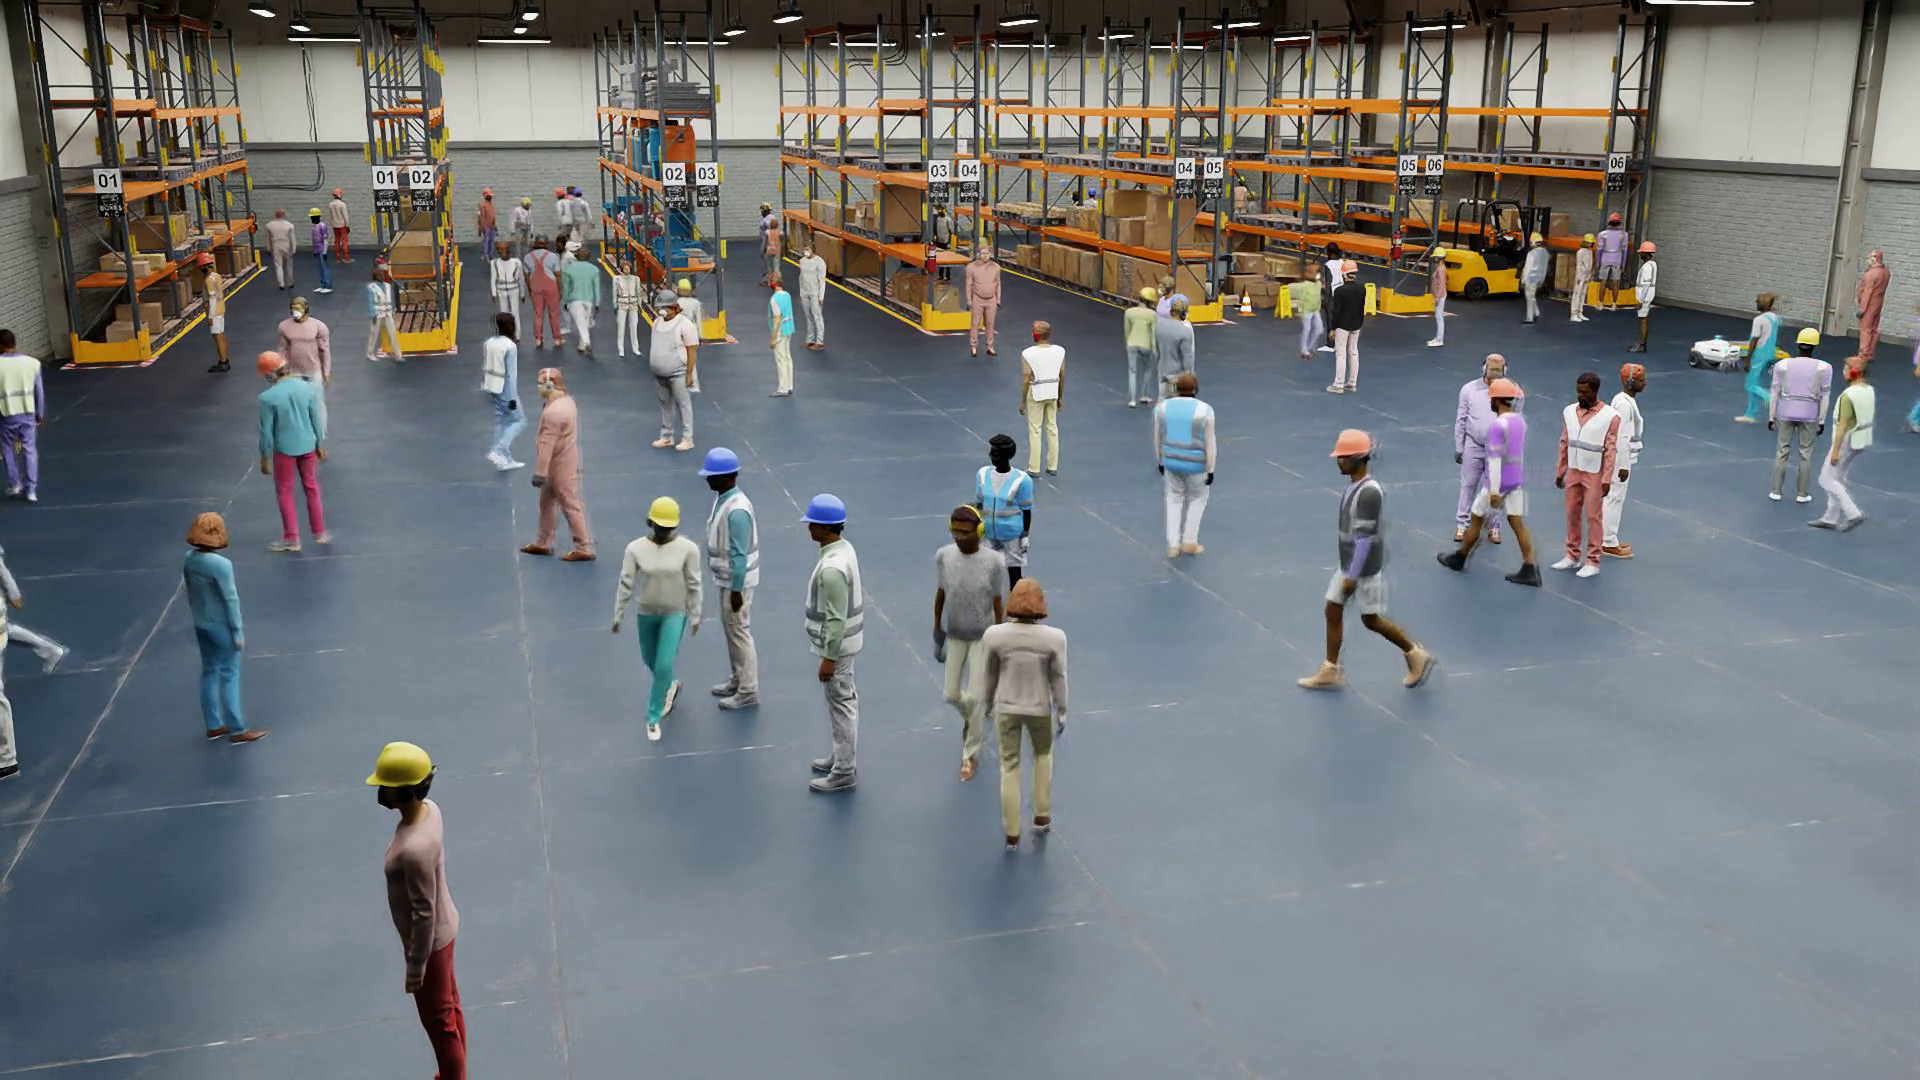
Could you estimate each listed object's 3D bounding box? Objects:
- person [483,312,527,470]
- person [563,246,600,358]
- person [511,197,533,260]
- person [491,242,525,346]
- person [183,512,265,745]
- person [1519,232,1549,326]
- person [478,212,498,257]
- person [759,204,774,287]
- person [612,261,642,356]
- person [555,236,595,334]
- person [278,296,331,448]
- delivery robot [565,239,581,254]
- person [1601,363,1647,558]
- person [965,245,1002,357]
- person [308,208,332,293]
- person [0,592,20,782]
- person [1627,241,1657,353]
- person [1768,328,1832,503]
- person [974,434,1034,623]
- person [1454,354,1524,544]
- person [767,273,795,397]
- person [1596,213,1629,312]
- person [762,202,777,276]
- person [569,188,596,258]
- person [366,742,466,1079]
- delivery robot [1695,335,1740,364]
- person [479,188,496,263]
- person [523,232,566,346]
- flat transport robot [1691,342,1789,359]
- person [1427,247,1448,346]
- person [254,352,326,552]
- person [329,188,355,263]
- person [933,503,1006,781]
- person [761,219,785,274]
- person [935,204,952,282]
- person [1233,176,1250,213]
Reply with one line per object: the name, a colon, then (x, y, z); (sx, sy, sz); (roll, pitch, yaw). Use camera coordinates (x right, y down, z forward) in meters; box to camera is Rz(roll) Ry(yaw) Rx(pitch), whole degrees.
person: (-5.436, -1.766, 19.843); (0.431, 1.902, 0.604); (-14, 20, -42)
person: (-6.470, -4.095, 28.619); (0.639, 1.905, 0.906); (-7, 17, -25)
person: (-11.747, -8.262, 44.549); (0.406, 1.785, 0.711); (11, 18, 35)
person: (-8.181, -4.489, 30.184); (0.575, 1.863, 0.795); (-1, 15, -4)
person: (-5.103, 0.605, 11.441); (0.505, 1.632, 0.275); (10, 18, 32)
person: (11.196, -5.091, 32.516); (0.602, 1.817, 0.425); (-13, 20, -41)
person: (-12.836, -8.388, 45.280); (0.531, 1.623, 0.383); (-11, 18, -36)
person: (-4.591, -6.978, 39.391); (0.372, 1.940, 0.631); (-4, 15, -14)
person: (-5.760, -4.011, 28.802); (0.511, 1.640, 0.309); (-8, 17, -27)
person: (-7.347, -4.877, 31.664); (0.885, 1.861, 0.629); (-11, 18, -35)
person: (-8.311, -2.127, 21.137); (0.627, 1.940, 0.375); (-1, 15, -3)
delivery robot: (-10.797, -8.082, 46.018); (0.477, 0.478, 0.707); (5, 16, 19)
person: (6.439, -0.775, 16.156); (0.351, 1.882, 0.582); (5, 16, 18)
person: (0.416, -4.126, 28.720); (0.655, 1.906, 0.407); (-5, 16, -17)
person: (-14.677, -6.634, 38.116); (0.370, 1.925, 0.595); (-14, 20, -41)
person: (-6.391, 0.687, 10.773); (0.403, 1.822, 0.588); (-11, 18, -35)
person: (11.958, -4.244, 29.104); (0.354, 1.939, 0.544); (8, 17, 27)
person: (9.216, -1.368, 18.302); (0.589, 1.928, 0.386); (9, 17, 30)
person: (0.353, -0.053, 13.793); (0.533, 1.698, 0.322); (8, 17, 28)
person: (5.267, -0.912, 16.625); (0.640, 1.910, 0.409); (4, 15, 15)
person: (-2.666, -3.050, 24.804); (0.391, 1.838, 0.564); (4, 15, 15)
person: (13.604, -5.801, 34.763); (0.608, 2.044, 0.371); (4, 16, 16)
person: (-4.798, -7.532, 41.681); (0.403, 1.829, 0.601); (6, 16, 21)
person: (-10.598, -8.917, 46.762); (0.638, 1.887, 0.983); (7, 16, 25)
person: (-2.298, 1.693, 7.089); (0.315, 1.770, 0.524); (-4, 15, -13)
delivery robot: (12.444, -3.116, 27.329); (0.477, 0.478, 0.707); (-6, 16, -22)
person: (-12.760, -8.526, 45.106); (0.397, 1.992, 0.621); (5, 16, 18)
person: (-7.467, -4.524, 29.960); (0.681, 2.000, 0.538); (1, 15, 5)
flat transport robot: (13.459, -3.289, 28.705); (1.431, 0.197, 0.652); (2, 15, 8)
person: (8.582, -4.364, 29.887); (0.331, 1.768, 0.526); (4, 15, 16)
person: (-6.620, -0.879, 16.428); (0.416, 1.955, 0.725); (11, 18, 36)
person: (-16.777, -8.509, 45.041); (0.612, 1.997, 0.376); (7, 16, 24)
person: (0.077, 0.631, 10.961); (0.500, 1.848, 0.580); (5, 16, 19)
person: (-4.411, -6.750, 39.208); (0.569, 1.584, 0.889); (-2, 15, -6)
person: (-0.421, -7.235, 40.491); (0.310, 1.868, 0.532); (-13, 20, -40)
person: (9.009, -10.686, 53.371); (0.587, 1.926, 0.368); (6, 16, 23)
